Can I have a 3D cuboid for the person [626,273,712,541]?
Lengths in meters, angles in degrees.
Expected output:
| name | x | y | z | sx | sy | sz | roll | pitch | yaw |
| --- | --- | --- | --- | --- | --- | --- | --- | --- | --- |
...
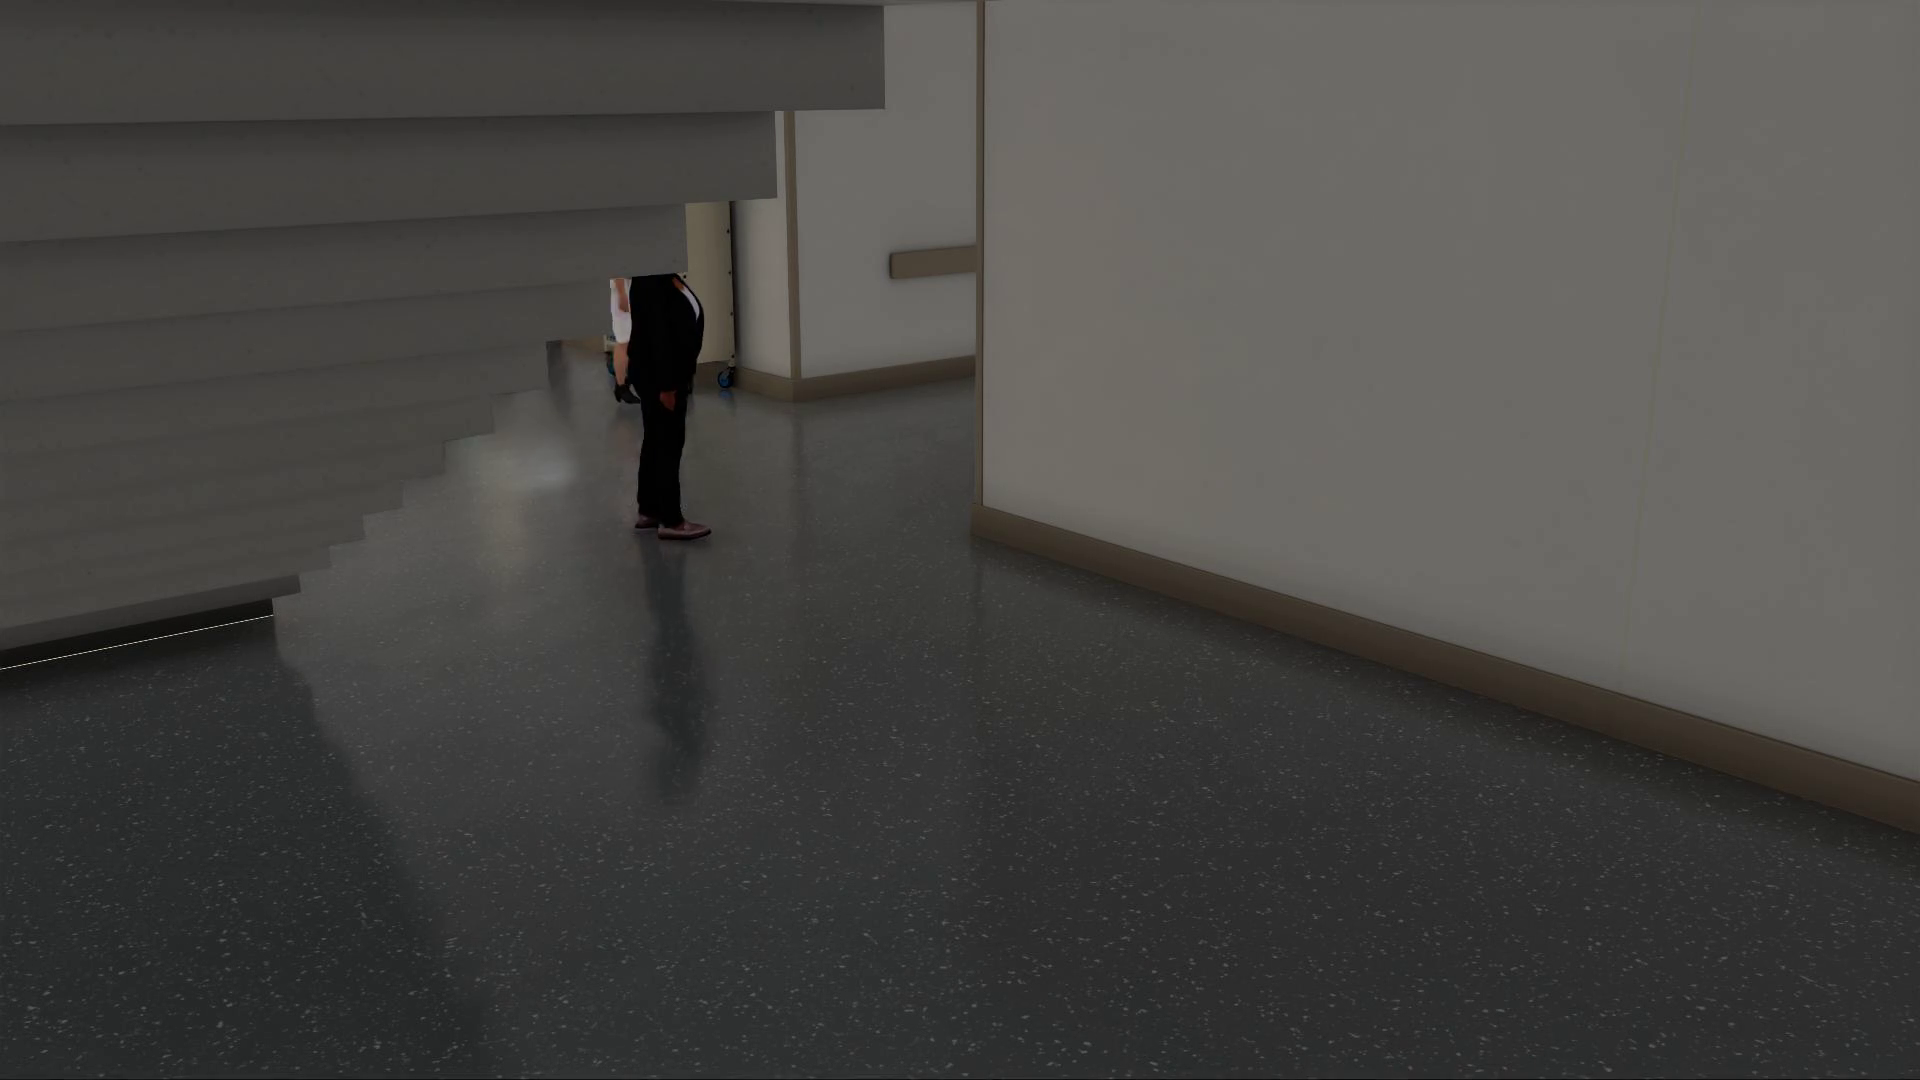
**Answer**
| name | x | y | z | sx | sy | sz | roll | pitch | yaw |
| --- | --- | --- | --- | --- | --- | --- | --- | --- | --- |
| person | -1.506 | -0.815 | 8.279 | 0.810 | 1.618 | 0.715 | -3 | 16 | -12 |
